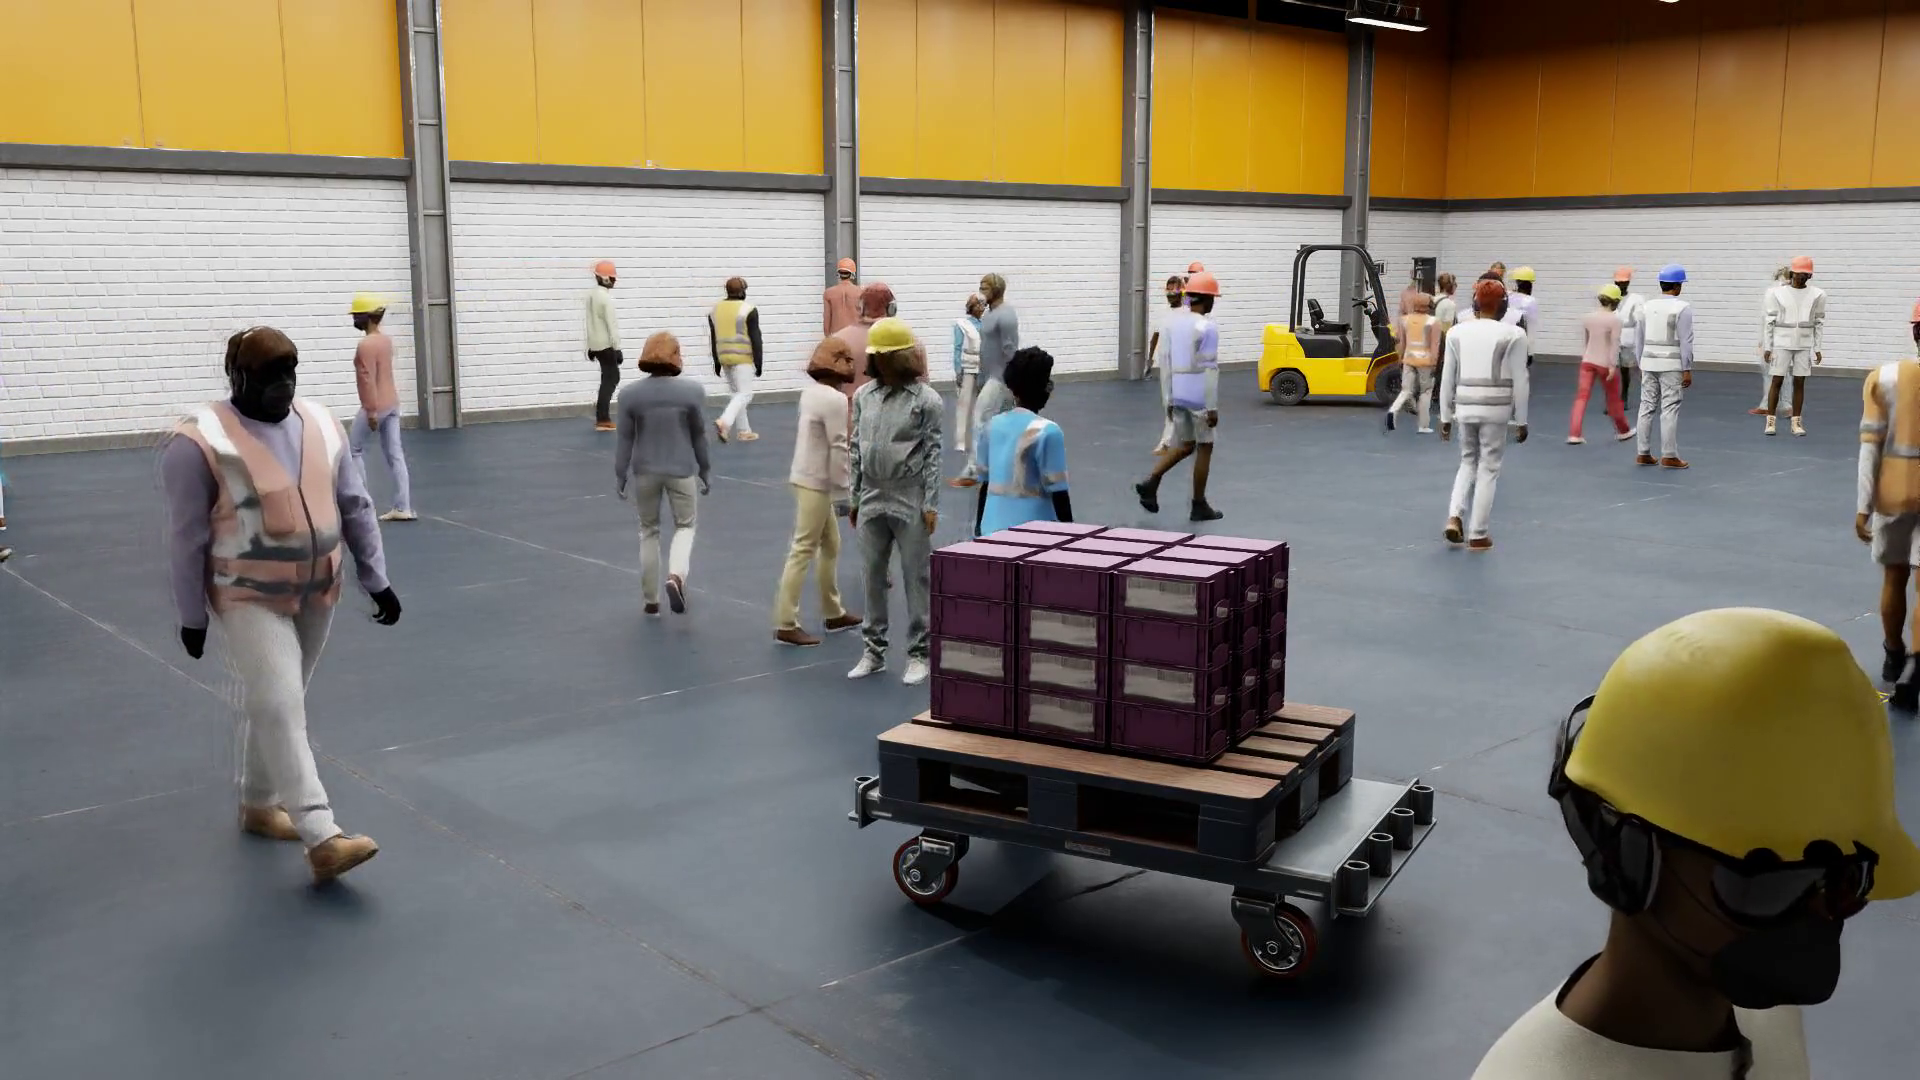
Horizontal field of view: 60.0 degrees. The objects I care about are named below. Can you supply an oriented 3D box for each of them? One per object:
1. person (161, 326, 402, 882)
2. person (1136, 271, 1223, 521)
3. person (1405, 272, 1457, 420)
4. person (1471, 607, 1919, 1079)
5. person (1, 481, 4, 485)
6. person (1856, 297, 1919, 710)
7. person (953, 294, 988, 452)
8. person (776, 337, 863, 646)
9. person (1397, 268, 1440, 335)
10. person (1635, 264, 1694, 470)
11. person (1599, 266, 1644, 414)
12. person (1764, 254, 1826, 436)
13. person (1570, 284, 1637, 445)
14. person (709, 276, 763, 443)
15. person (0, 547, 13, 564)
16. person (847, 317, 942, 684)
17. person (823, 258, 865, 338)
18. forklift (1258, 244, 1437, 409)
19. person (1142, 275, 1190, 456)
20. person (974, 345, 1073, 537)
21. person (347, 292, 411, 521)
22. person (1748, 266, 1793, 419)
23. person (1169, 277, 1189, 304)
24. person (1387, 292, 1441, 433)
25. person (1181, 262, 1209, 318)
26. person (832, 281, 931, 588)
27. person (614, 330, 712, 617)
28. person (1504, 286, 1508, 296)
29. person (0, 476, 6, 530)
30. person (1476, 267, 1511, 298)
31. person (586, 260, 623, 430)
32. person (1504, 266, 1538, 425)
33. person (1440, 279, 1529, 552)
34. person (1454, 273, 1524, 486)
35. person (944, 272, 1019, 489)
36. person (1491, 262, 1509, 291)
[{"bbox_3d":[-2.204,0.197,5.513,0.961,1.791,0.646,6,11,31],"label":"person"},{"bbox_3d":[1.716,-1.078,12.628,0.624,1.917,0.550,-6,11,-29],"label":"person"},{"bbox_3d":[5.855,-2.369,20.449,0.594,1.831,0.518,-3,10,-16],"label":"person"},{"bbox_3d":[0.562,0.917,1.378,0.317,1.766,0.534,9,13,43],"label":"person"},{"bbox_3d":[-8.469,-1.203,13.664,0.936,1.810,0.567,-8,12,-38],"label":"person"},{"bbox_3d":[4.382,-0.200,7.572,0.552,1.895,1.001,6,11,30],"label":"person"},{"bbox_3d":[0.131,-1.734,17.327,0.572,1.627,0.310,-6,12,-34],"label":"person"},{"bbox_3d":[-0.734,-0.259,8.745,0.571,1.601,0.510,-4,10,-20],"label":"person"},{"bbox_3d":[6.859,-3.162,24.992,0.927,1.848,0.662,-8,13,-39],"label":"person"},{"bbox_3d":[6.713,-1.646,15.848,0.388,1.949,0.602,-5,11,-28],"label":"person"},{"bbox_3d":[8.557,-2.592,21.563,0.545,1.900,0.953,5,11,26],"label":"person"},{"bbox_3d":[9.391,-2.185,18.735,0.605,2.041,0.383,3,10,16],"label":"person"},{"bbox_3d":[6.966,-1.887,17.957,0.937,1.712,0.531,-6,11,-32],"label":"person"},{"bbox_3d":[-2.431,-1.932,17.929,0.634,1.816,0.812,6,11,30],"label":"person"},{"bbox_3d":[-6.451,-0.724,10.537,0.987,1.915,0.609,2,10,10],"label":"person"},{"bbox_3d":[-0.320,-0.174,7.880,0.497,1.746,0.326,4,11,24],"label":"person"},{"bbox_3d":[-1.439,-2.594,21.257,0.610,1.996,0.379,1,10,6],"label":"person"},{"bbox_3d":[5.256,-2.933,22.661,2.313,2.155,1.214,3,10,16],"label":"forklift"},{"bbox_3d":[2.225,-1.808,17.142,0.534,1.841,0.894,8,12,38],"label":"person"},{"bbox_3d":[0.269,-0.008,7.156,0.912,1.639,0.539,-4,11,-24],"label":"person"},{"bbox_3d":[-4.516,-1.000,12.642,0.687,1.738,0.541,1,10,7],"label":"person"},{"bbox_3d":[10.263,-2.474,20.877,0.363,1.898,0.717,-2,10,-9],"label":"person"},{"bbox_3d":[3.617,-3.404,26.900,0.530,1.690,0.321,4,10,20],"label":"person"},{"bbox_3d":[5.157,-1.998,18.860,0.627,1.618,0.522,-9,13,-42],"label":"person"},{"bbox_3d":[3.600,-3.297,25.572,0.542,1.928,0.374,8,13,40],"label":"person"},{"bbox_3d":[-0.471,-0.653,10.291,0.678,1.859,0.968,2,10,14],"label":"person"},{"bbox_3d":[-1.650,-0.347,9.203,0.548,1.614,0.481,-1,10,-5],"label":"person"},{"bbox_3d":[7.642,-2.817,23.681,0.519,1.608,0.525,-2,10,-12],"label":"person"},{"bbox_3d":[-7.188,-0.962,12.057,0.328,1.877,0.513,-2,10,-14],"label":"person"},{"bbox_3d":[7.873,-3.080,24.518,0.743,1.859,0.602,-7,12,-34],"label":"person"},{"bbox_3d":[-4.090,-2.256,19.344,0.489,1.968,0.646,-7,12,-35],"label":"person"},{"bbox_3d":[6.554,-2.282,19.703,0.608,1.911,0.592,-4,11,-24],"label":"person"},{"bbox_3d":[3.602,-0.843,11.392,0.577,1.870,0.413,9,14,44],"label":"person"},{"bbox_3d":[4.670,-1.410,14.716,0.603,1.863,0.986,3,10,15],"label":"person"},{"bbox_3d":[0.382,-1.398,14.586,1.013,1.898,0.644,-2,10,-13],"label":"person"},{"bbox_3d":[8.268,-3.334,25.775,0.358,1.938,0.631,-4,11,-23],"label":"person"}]
